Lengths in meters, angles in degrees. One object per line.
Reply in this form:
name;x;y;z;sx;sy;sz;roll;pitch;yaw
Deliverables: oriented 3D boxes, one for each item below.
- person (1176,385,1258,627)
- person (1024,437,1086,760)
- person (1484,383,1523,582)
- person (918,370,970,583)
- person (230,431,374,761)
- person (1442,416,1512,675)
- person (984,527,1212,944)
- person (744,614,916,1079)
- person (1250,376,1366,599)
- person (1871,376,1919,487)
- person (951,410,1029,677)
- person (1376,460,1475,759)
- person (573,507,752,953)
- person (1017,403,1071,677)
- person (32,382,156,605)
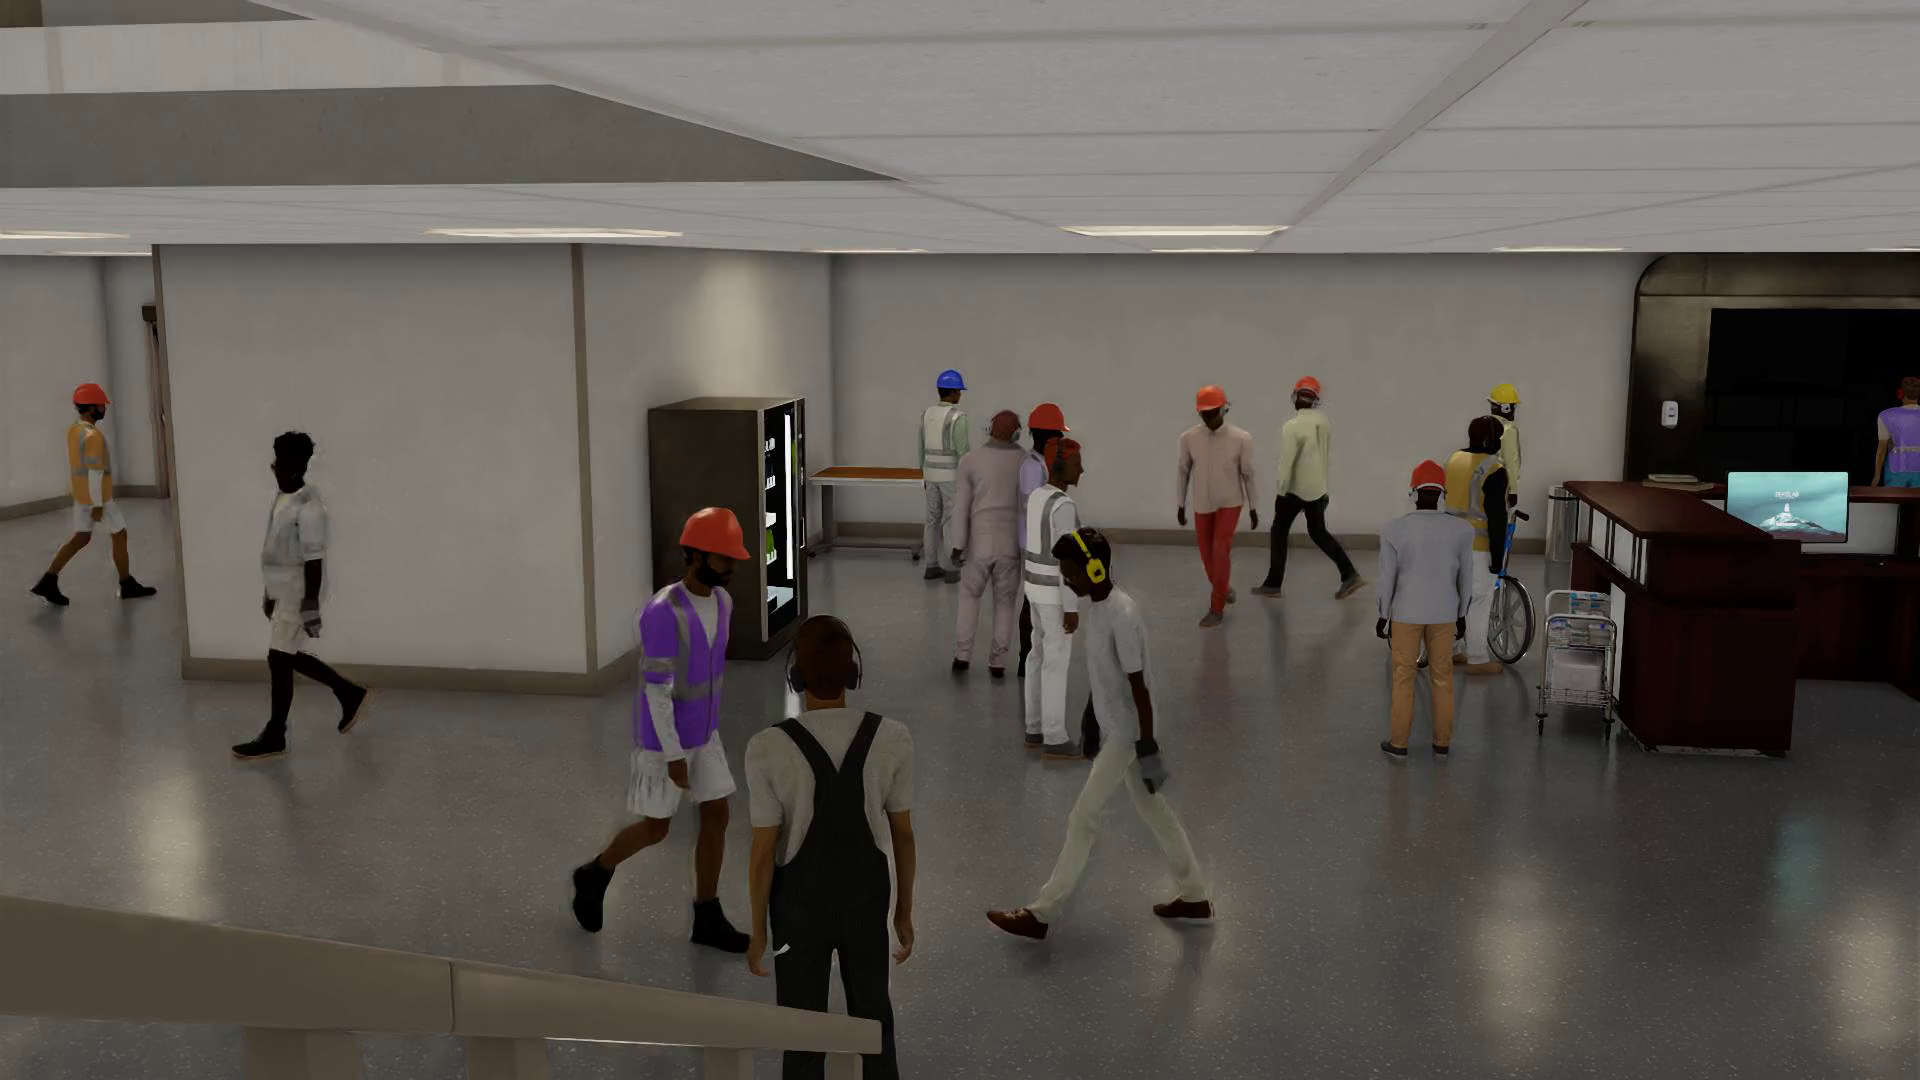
person;2.112;-0.317;13.609;0.670;1.948;0.918;4;10;24
person;0.556;0.338;9.746;0.354;1.881;0.576;-3;10;-17
person;4.878;-0.504;15.094;0.403;1.830;0.600;-3;10;-17
person;-0.119;-0.581;15.221;0.407;1.942;0.615;-8;12;-41
person;-3.911;0.310;9.794;0.781;1.927;0.636;-6;11;-32
person;3.650;0.038;11.760;0.429;1.837;0.626;-4;10;-21
person;0.611;0.822;7.032;0.918;1.806;0.642;-1;9;-4
person;-0.382;1.131;4.964;0.514;1.842;0.328;-3;10;-18
person;3.014;-0.432;14.332;0.904;1.947;0.658;9;13;43
person;8.982;-0.624;15.803;0.565;1.843;0.396;1;9;8
person;0.277;0.024;11.746;0.685;1.863;0.500;-2;9;-10
person;2.700;0.407;9.713;0.564;1.751;0.330;0;9;-2
person;-1.237;0.783;6.981;0.815;1.897;0.556;5;11;29
person;0.581;0.004;11.675;0.380;1.931;0.545;2;9;12
person;-7.473;-0.392;14.200;0.553;1.907;0.932;8;12;42
